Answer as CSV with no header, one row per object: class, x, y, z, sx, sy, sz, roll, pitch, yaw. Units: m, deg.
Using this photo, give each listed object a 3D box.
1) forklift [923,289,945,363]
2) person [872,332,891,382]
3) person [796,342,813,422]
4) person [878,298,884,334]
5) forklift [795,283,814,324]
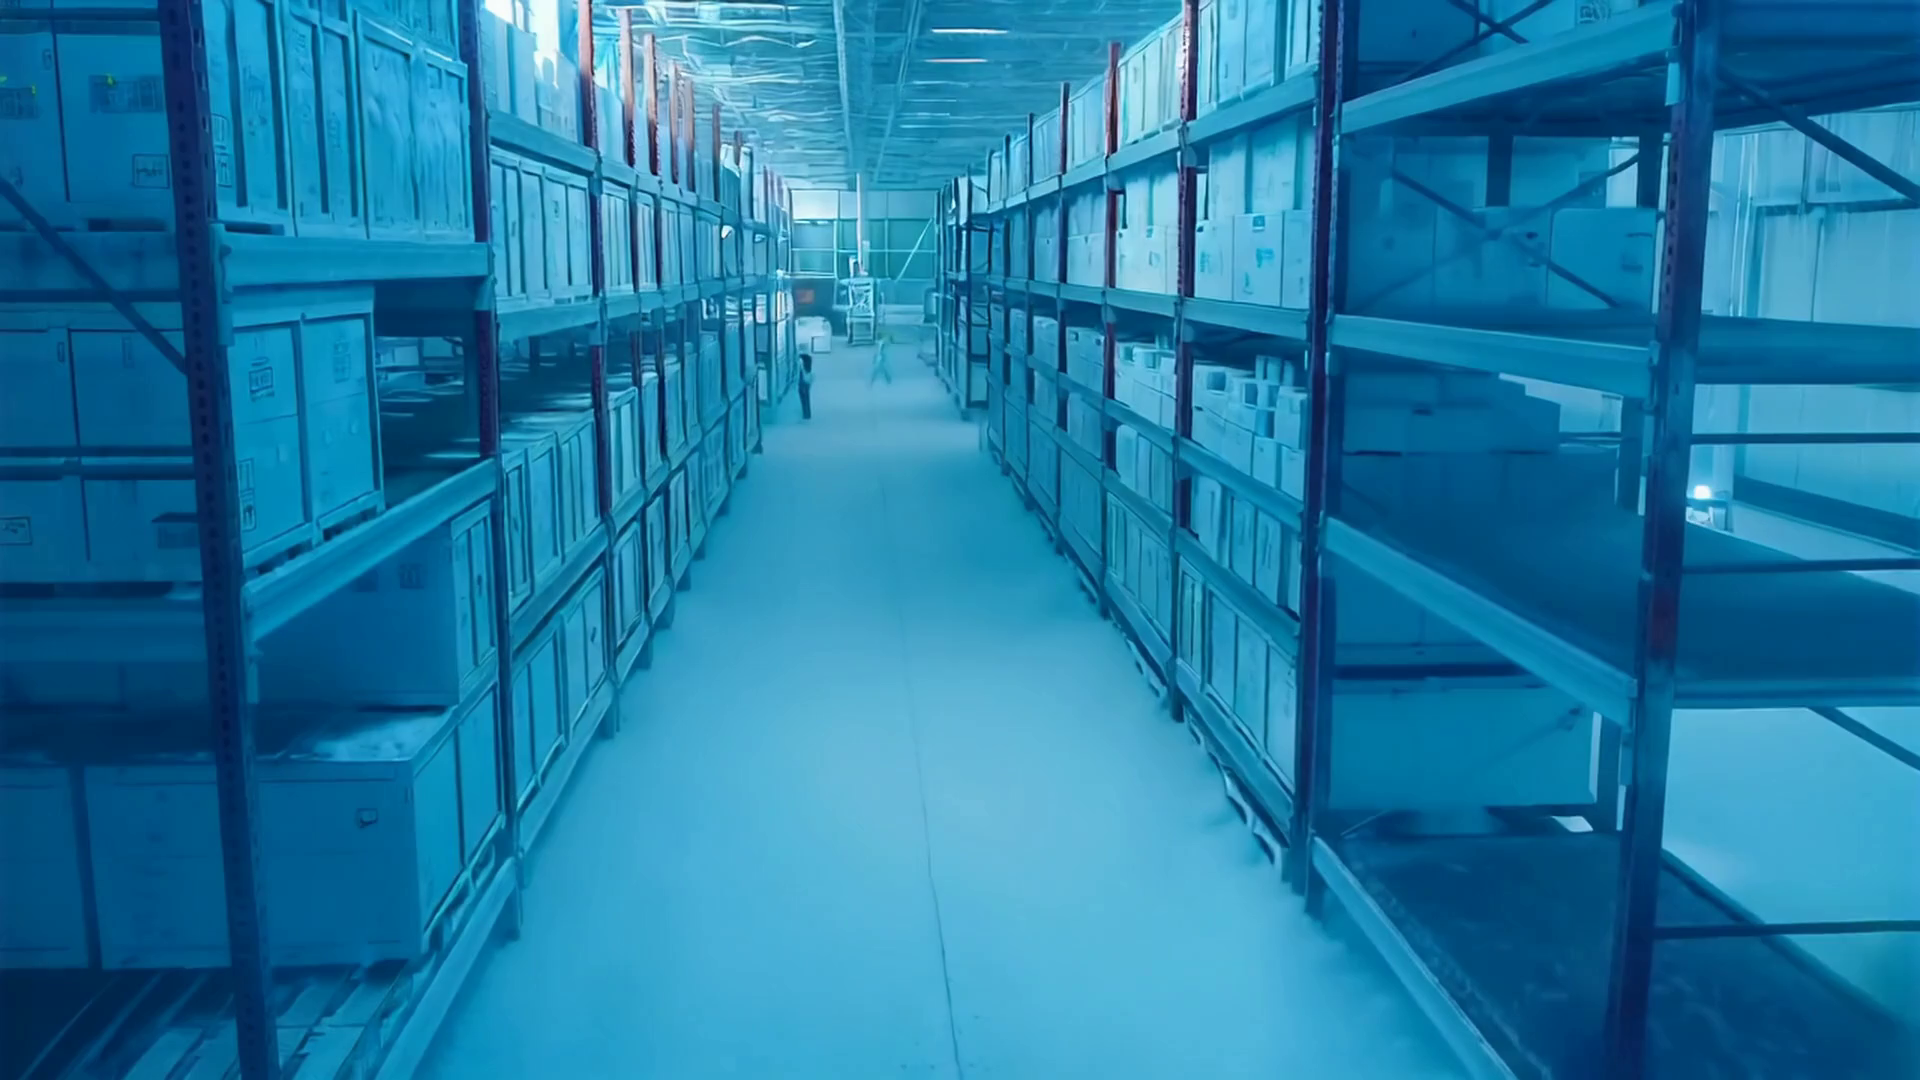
forklift,-0.814,-8.133,63.049,1.129,2.768,1.873,-1,10,-3
person,-2.533,-5.850,53.172,0.517,1.616,0.662,-9,13,-42
person,-3.739,-3.787,39.958,0.391,1.920,0.593,2,10,12
person,-4.235,-12.040,89.210,0.370,1.936,0.627,0,10,-3
forklift,-7.431,-10.794,78.948,1.129,2.768,1.873,-2,10,-10
